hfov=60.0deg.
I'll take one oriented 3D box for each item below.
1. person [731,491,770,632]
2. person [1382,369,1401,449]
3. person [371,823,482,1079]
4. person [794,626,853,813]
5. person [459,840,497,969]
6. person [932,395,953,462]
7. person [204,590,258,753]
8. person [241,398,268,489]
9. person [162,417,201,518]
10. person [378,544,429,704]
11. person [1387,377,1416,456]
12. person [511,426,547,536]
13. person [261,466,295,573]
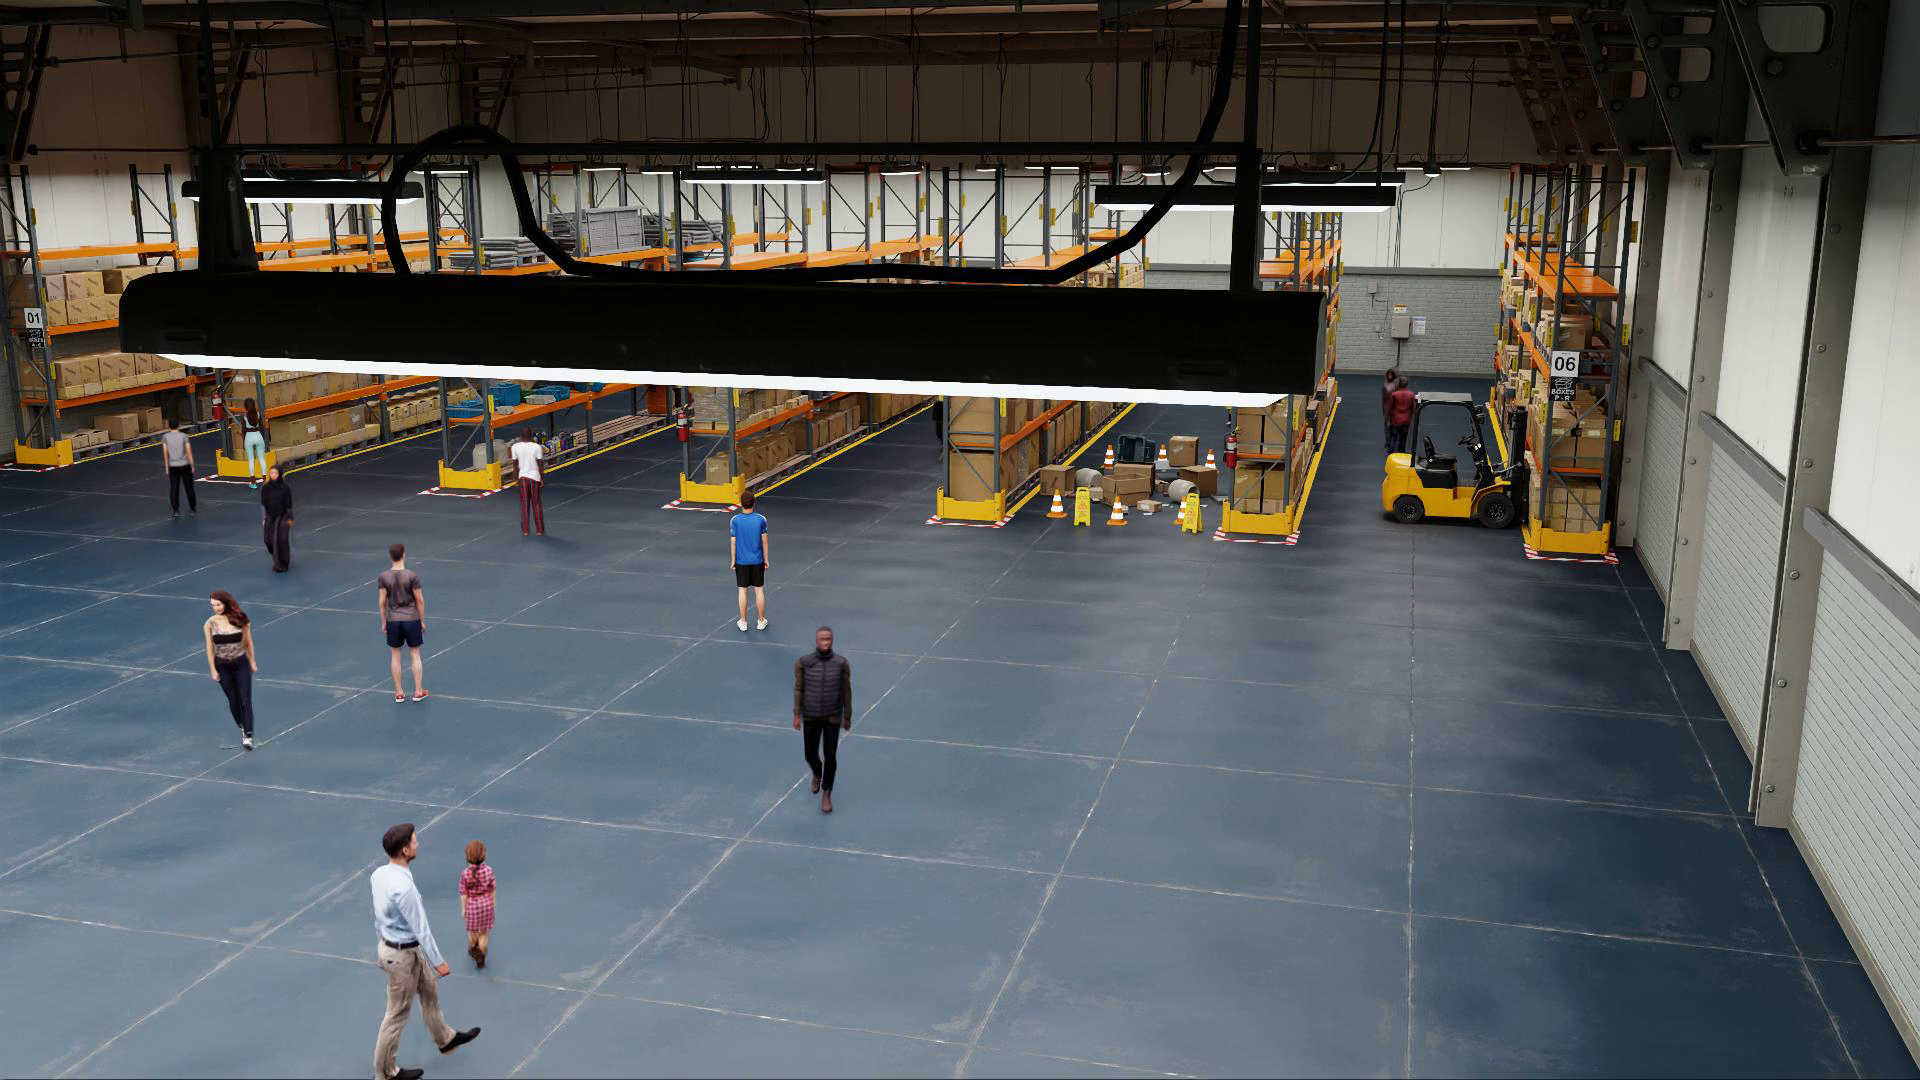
[{"bbox_3d":[-2.810,0.264,22.165,0.749,1.865,0.739,-3,13,-11],"label":"person"},{"bbox_3d":[9.378,-2.857,36.025,0.748,1.694,1.105,5,14,20],"label":"person"},{"bbox_3d":[-3.828,2.832,11.179,1.124,1.819,1.014,-9,16,-35],"label":"person"},{"bbox_3d":[-1.330,1.692,16.087,0.861,1.825,0.912,-1,13,-4],"label":"person"},{"bbox_3d":[-3.743,2.843,12.925,0.584,1.009,0.654,-6,14,-23],"label":"person"},{"bbox_3d":[-0.308,-2.512,34.516,0.868,1.701,1.081,9,16,34],"label":"person"},{"bbox_3d":[-7.749,1.366,17.711,1.049,1.729,1.194,-6,14,-24],"label":"person"},{"bbox_3d":[-13.425,-1.852,31.620,0.651,1.724,0.711,-7,15,-29],"label":"person"},{"bbox_3d":[-13.677,-1.292,29.133,0.694,1.754,0.692,-3,13,-13],"label":"person"},{"bbox_3d":[-6.437,0.951,19.215,0.725,1.858,0.695,-2,13,-9],"label":"person"},{"bbox_3d":[8.938,-2.375,33.699,0.685,1.803,0.920,3,13,11],"label":"person"},{"bbox_3d":[-7.165,-0.994,27.666,0.708,1.835,0.632,0,13,-1],"label":"person"},{"bbox_3d":[-10.397,-0.343,25.374,0.781,1.600,1.009,-1,13,-4],"label":"person"}]
